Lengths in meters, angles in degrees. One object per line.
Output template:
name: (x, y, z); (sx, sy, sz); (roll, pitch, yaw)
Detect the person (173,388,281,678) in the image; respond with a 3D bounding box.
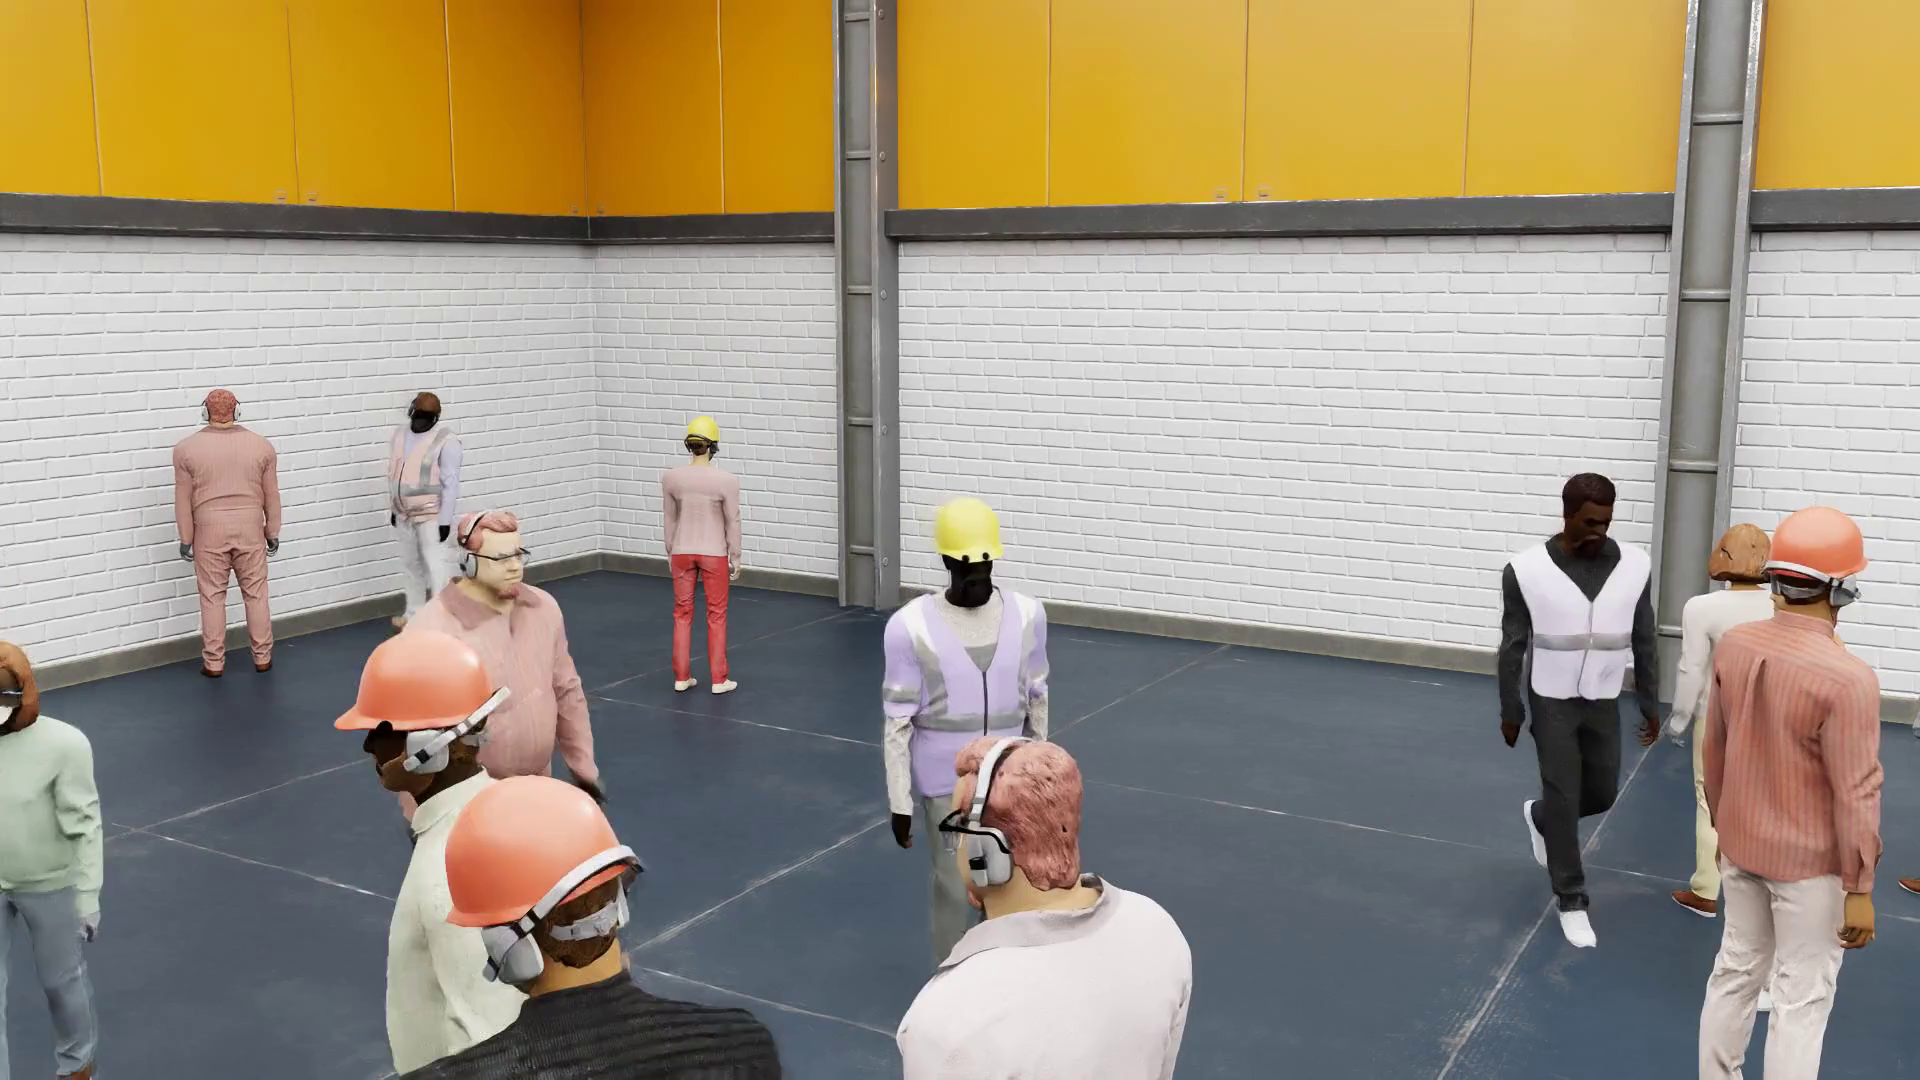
person: (-4.820, -0.048, 10.971); (0.642, 1.903, 0.402); (-6, 11, -32)

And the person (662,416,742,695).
person: (-1.620, 0.097, 10.505); (0.518, 1.756, 0.345); (2, 9, 11)

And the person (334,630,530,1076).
person: (-1.072, 1.140, 3.408); (1.016, 1.937, 0.642); (-1, 9, -4)

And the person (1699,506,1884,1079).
person: (2.387, 0.894, 4.776); (0.371, 1.996, 0.622); (-2, 9, -13)

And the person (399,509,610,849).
person: (-1.449, 0.836, 5.534); (0.820, 1.878, 0.647); (5, 10, 28)

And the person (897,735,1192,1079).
person: (0.101, 1.256, 2.809); (0.407, 1.905, 0.638); (8, 12, 40)

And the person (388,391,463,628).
person: (-3.970, -0.184, 12.136); (0.781, 1.814, 0.432); (5, 10, 28)

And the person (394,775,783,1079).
person: (-0.591, 1.293, 2.483); (0.604, 1.925, 0.986); (-7, 11, -36)

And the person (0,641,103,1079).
person: (-2.815, 1.063, 4.953); (0.521, 1.594, 0.804); (-2, 9, -13)

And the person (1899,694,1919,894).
person: (4.257, 0.717, 7.041); (0.494, 1.624, 0.288); (-4, 10, -25)

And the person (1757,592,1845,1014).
person: (2.985, 0.881, 5.957); (0.309, 1.645, 0.515); (7, 12, 39)

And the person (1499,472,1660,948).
person: (2.465, 0.632, 6.770); (0.647, 1.883, 0.752); (-1, 9, -3)

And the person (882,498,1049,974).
person: (0.042, 0.801, 5.616); (0.617, 1.909, 0.416); (-3, 10, -19)

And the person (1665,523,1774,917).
person: (3.182, 0.744, 6.855); (0.520, 1.631, 0.297); (0, 9, 0)
